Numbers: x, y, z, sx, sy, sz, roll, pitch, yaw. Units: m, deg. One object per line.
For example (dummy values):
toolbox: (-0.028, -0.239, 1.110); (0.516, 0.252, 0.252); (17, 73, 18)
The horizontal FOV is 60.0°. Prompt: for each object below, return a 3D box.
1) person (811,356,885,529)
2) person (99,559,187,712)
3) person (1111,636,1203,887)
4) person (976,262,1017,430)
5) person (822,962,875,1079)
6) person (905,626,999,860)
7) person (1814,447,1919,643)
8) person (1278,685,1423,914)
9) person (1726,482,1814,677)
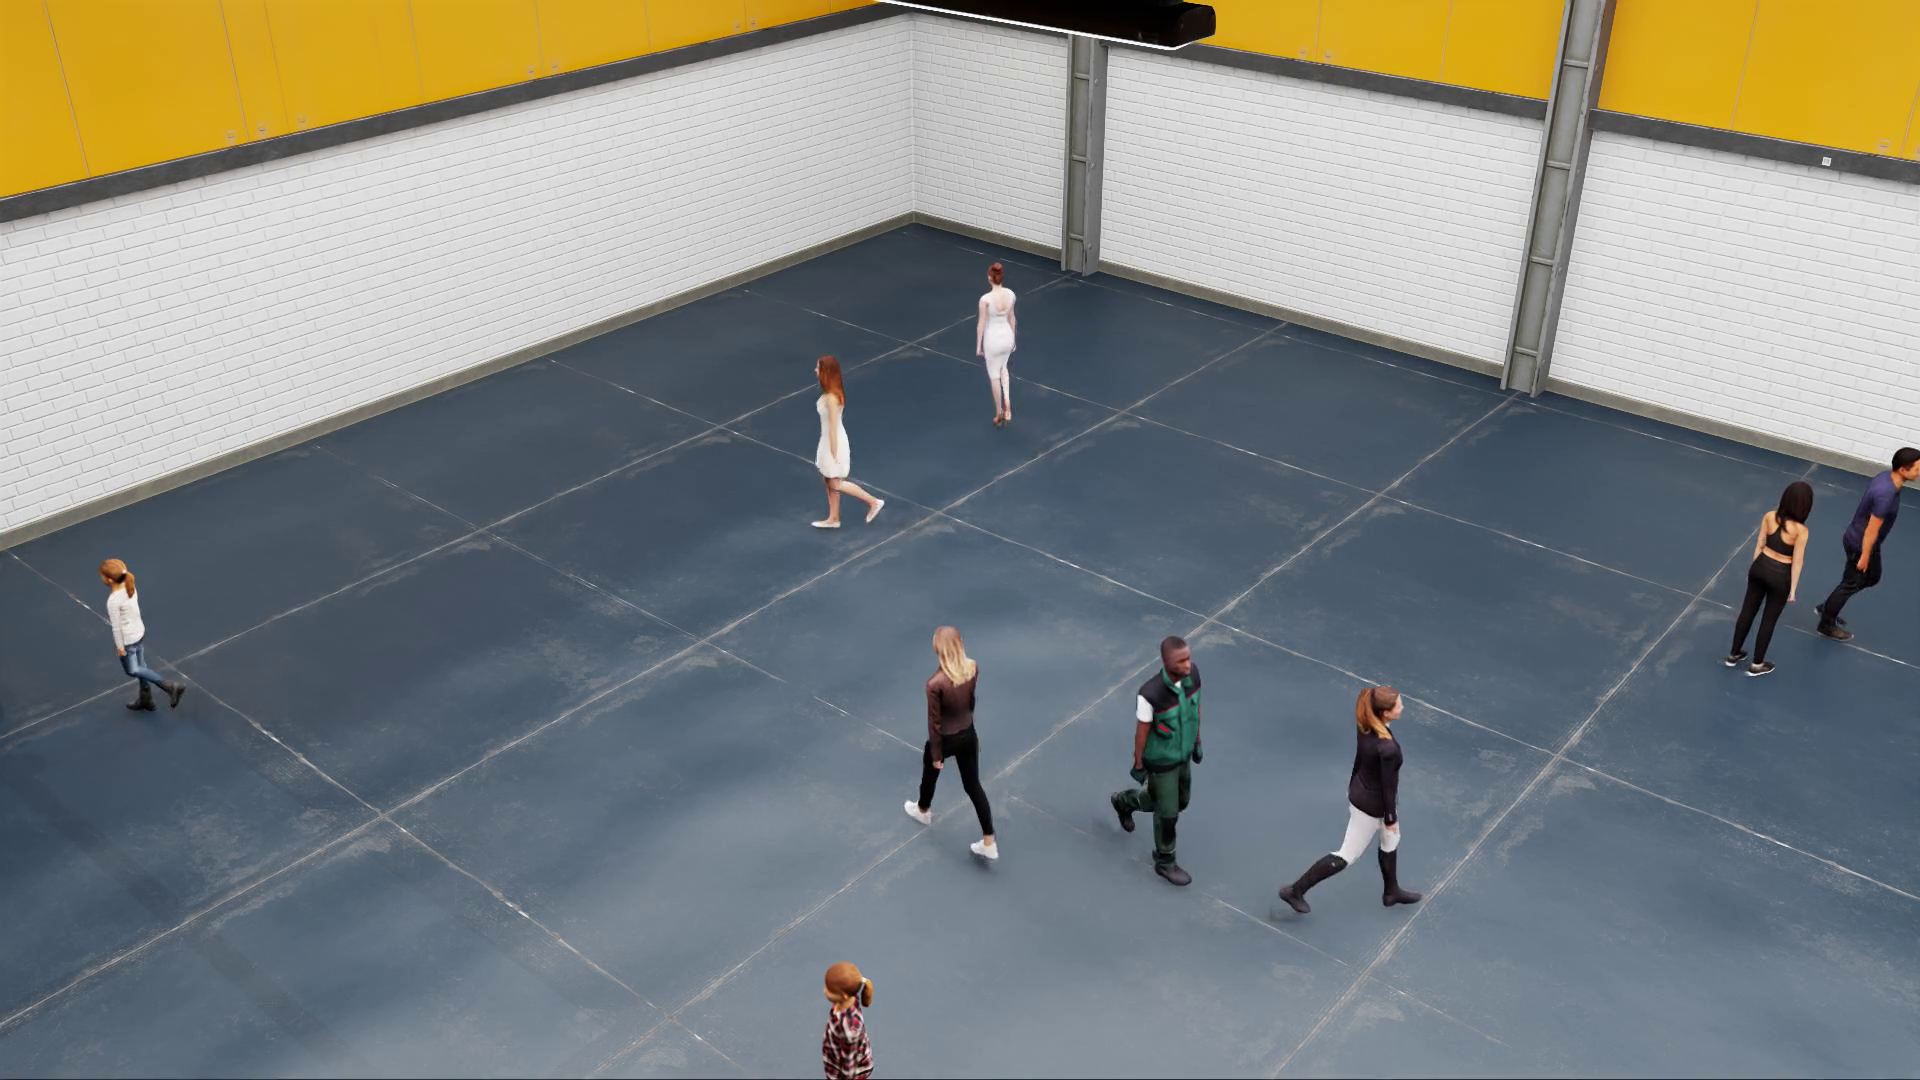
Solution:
person: (-1.029, -0.847, 14.915); (0.972, 1.696, 0.892); (-1, 29, -2)
person: (-6.128, 0.733, 12.424); (0.810, 1.307, 0.703); (2, 29, 4)
person: (1.269, 1.358, 10.744); (0.731, 1.819, 1.010); (-25, 37, -38)
person: (0.429, -1.928, 16.806); (0.720, 1.784, 0.797); (-14, 31, -23)
person: (-0.570, 2.740, 8.750); (0.661, 1.304, 0.593); (-4, 29, -8)
person: (0.016, 1.359, 10.909); (0.760, 1.659, 1.165); (-22, 36, -35)
person: (7.139, 0.001, 13.289); (0.714, 1.766, 0.690); (17, 33, 28)
person: (2.455, 1.673, 10.303); (1.189, 1.690, 1.086); (-1, 29, -1)
person: (6.278, 0.290, 12.887); (0.665, 1.643, 0.521); (-19, 34, -31)
